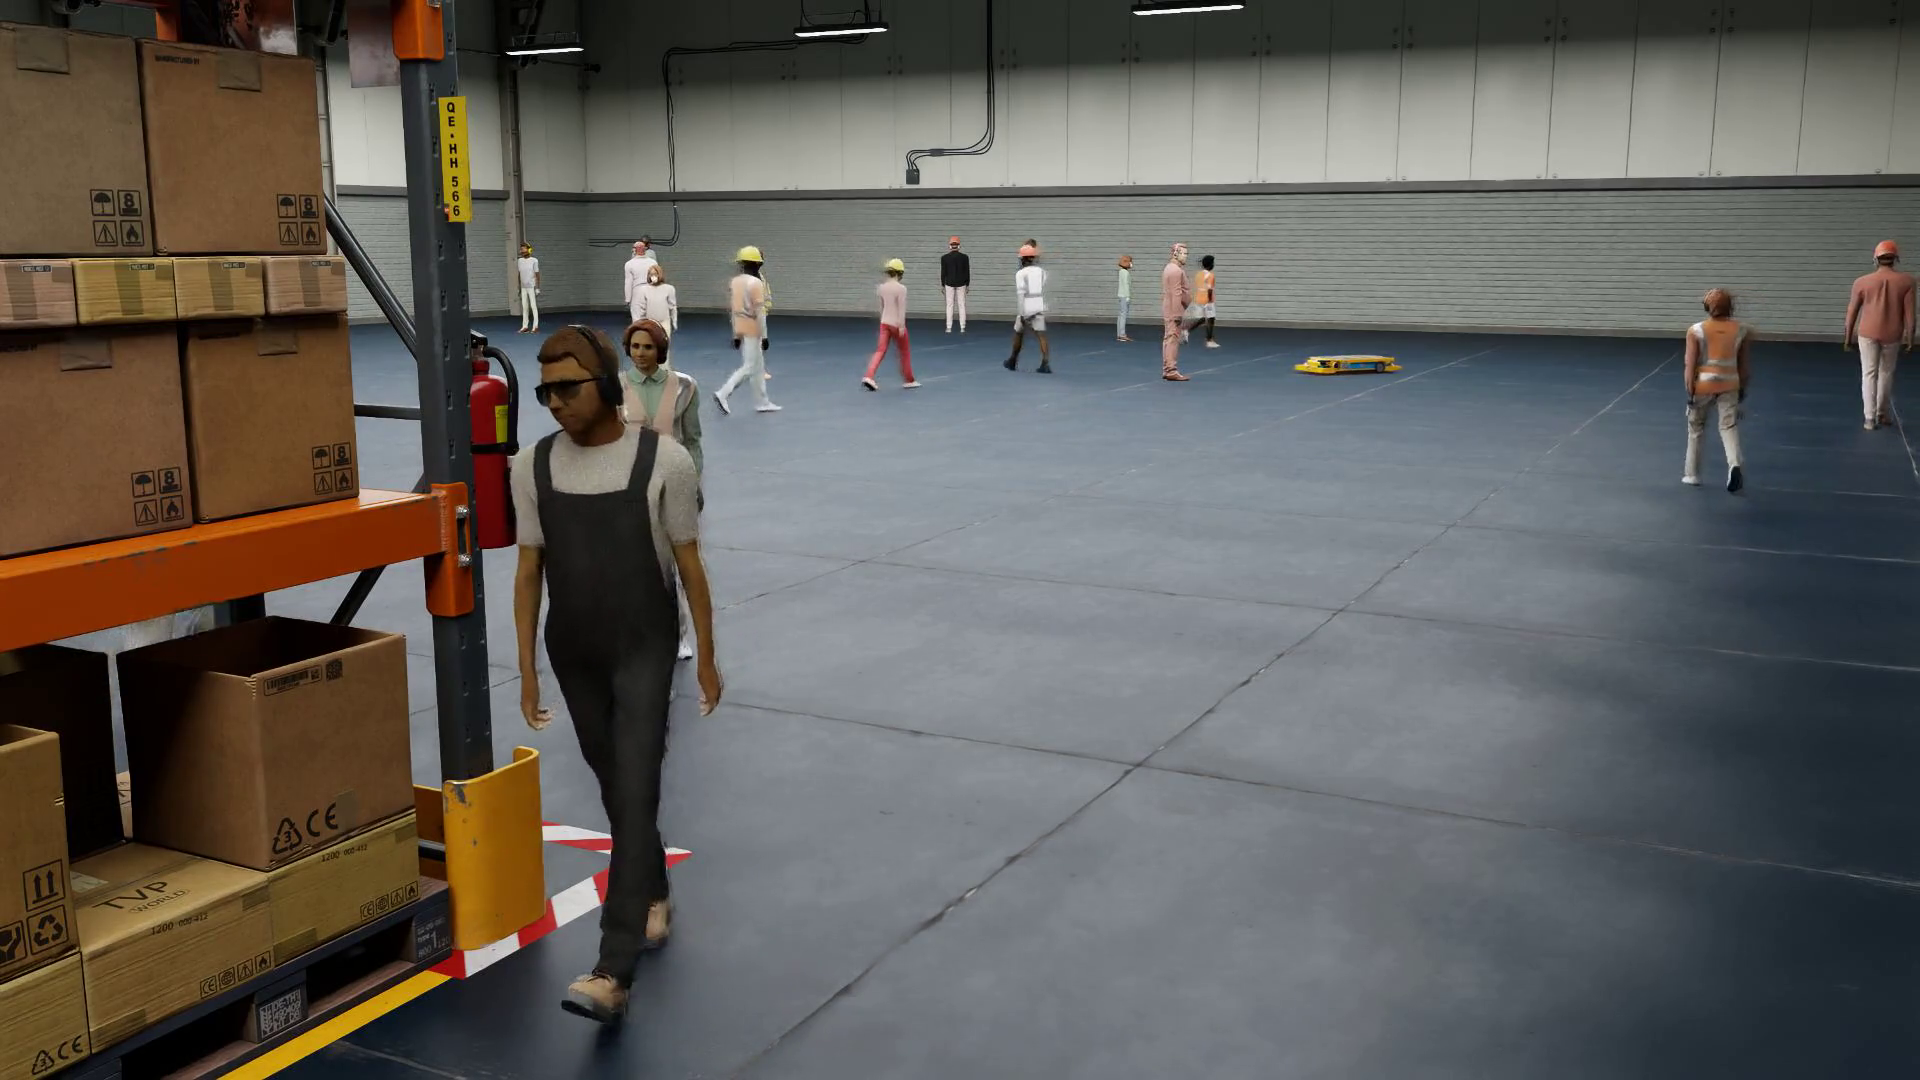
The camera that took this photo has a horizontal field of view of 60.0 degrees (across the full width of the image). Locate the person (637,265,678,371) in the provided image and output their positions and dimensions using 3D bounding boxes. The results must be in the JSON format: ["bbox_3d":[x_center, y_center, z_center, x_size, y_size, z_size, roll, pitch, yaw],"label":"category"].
[{"bbox_3d":[-4.138,-2.921,22.644,0.533,1.600,0.766,0,10,-1],"label":"person"}]

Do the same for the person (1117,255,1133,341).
[{"bbox_3d":[3.184,-4.657,32.051,0.269,1.632,0.509,-1,10,-7],"label":"person"}]

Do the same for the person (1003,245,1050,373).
[{"bbox_3d":[1.028,-3.415,24.635,0.553,1.882,1.024,-6,12,-31],"label":"person"}]

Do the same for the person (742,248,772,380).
[{"bbox_3d":[-2.867,-3.182,23.430,0.429,1.846,0.633,-2,11,-13],"label":"person"}]

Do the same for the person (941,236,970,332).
[{"bbox_3d":[-0.097,-5.336,34.775,0.609,1.993,0.382,-1,10,-3],"label":"person"}]

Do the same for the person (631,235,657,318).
[{"bbox_3d":[-7.541,-6.339,40.112,0.672,2.000,0.536,5,11,23],"label":"person"}]

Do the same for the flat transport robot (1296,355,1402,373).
[{"bbox_3d":[5.753,-2.607,24.592,1.431,0.197,0.652,-5,11,-24],"label":"flat transport robot"}]

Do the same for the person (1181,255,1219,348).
[{"bbox_3d":[4.346,-4.287,29.933,0.625,1.681,0.538,-3,11,-17],"label":"person"}]

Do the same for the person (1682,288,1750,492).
[{"bbox_3d":[6.024,-1.193,13.220,0.518,1.608,0.741,2,11,8],"label":"person"}]

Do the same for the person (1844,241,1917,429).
[{"bbox_3d":[9.741,-2.174,17.645,0.645,1.942,1.002,5,11,25],"label":"person"}]

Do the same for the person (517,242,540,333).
[{"bbox_3d":[-8.958,-5.224,34.495,0.520,1.873,0.333,4,11,20],"label":"person"}]

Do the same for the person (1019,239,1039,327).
[{"bbox_3d":[1.561,-5.670,36.746,0.373,1.940,0.628,-8,13,-36],"label":"person"}]

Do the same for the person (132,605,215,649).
[{"bbox_3d":[-3.076,-0.068,6.478,0.448,1.830,0.656,6,12,28],"label":"person"}]

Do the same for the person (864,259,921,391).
[{"bbox_3d":[-0.916,-2.819,21.798,0.531,1.720,0.929,10,14,42],"label":"person"}]

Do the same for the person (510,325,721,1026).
[{"bbox_3d":[-0.942,0.336,4.404,0.532,1.784,0.973,1,10,7],"label":"person"}]

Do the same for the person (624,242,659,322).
[{"bbox_3d":[-5.455,-4.134,28.450,0.639,1.910,0.407,-8,13,-37],"label":"person"}]

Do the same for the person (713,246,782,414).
[{"bbox_3d":[-2.429,-2.375,18.867,0.855,1.901,0.593,-7,12,-33],"label":"person"}]

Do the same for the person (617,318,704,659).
[{"bbox_3d":[-1.472,-0.230,7.901,0.523,1.636,0.310,-3,11,-18],"label":"person"}]

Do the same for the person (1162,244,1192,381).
[{"bbox_3d":[3.033,-3.181,23.270,0.400,1.905,0.643,0,10,1],"label":"person"}]
